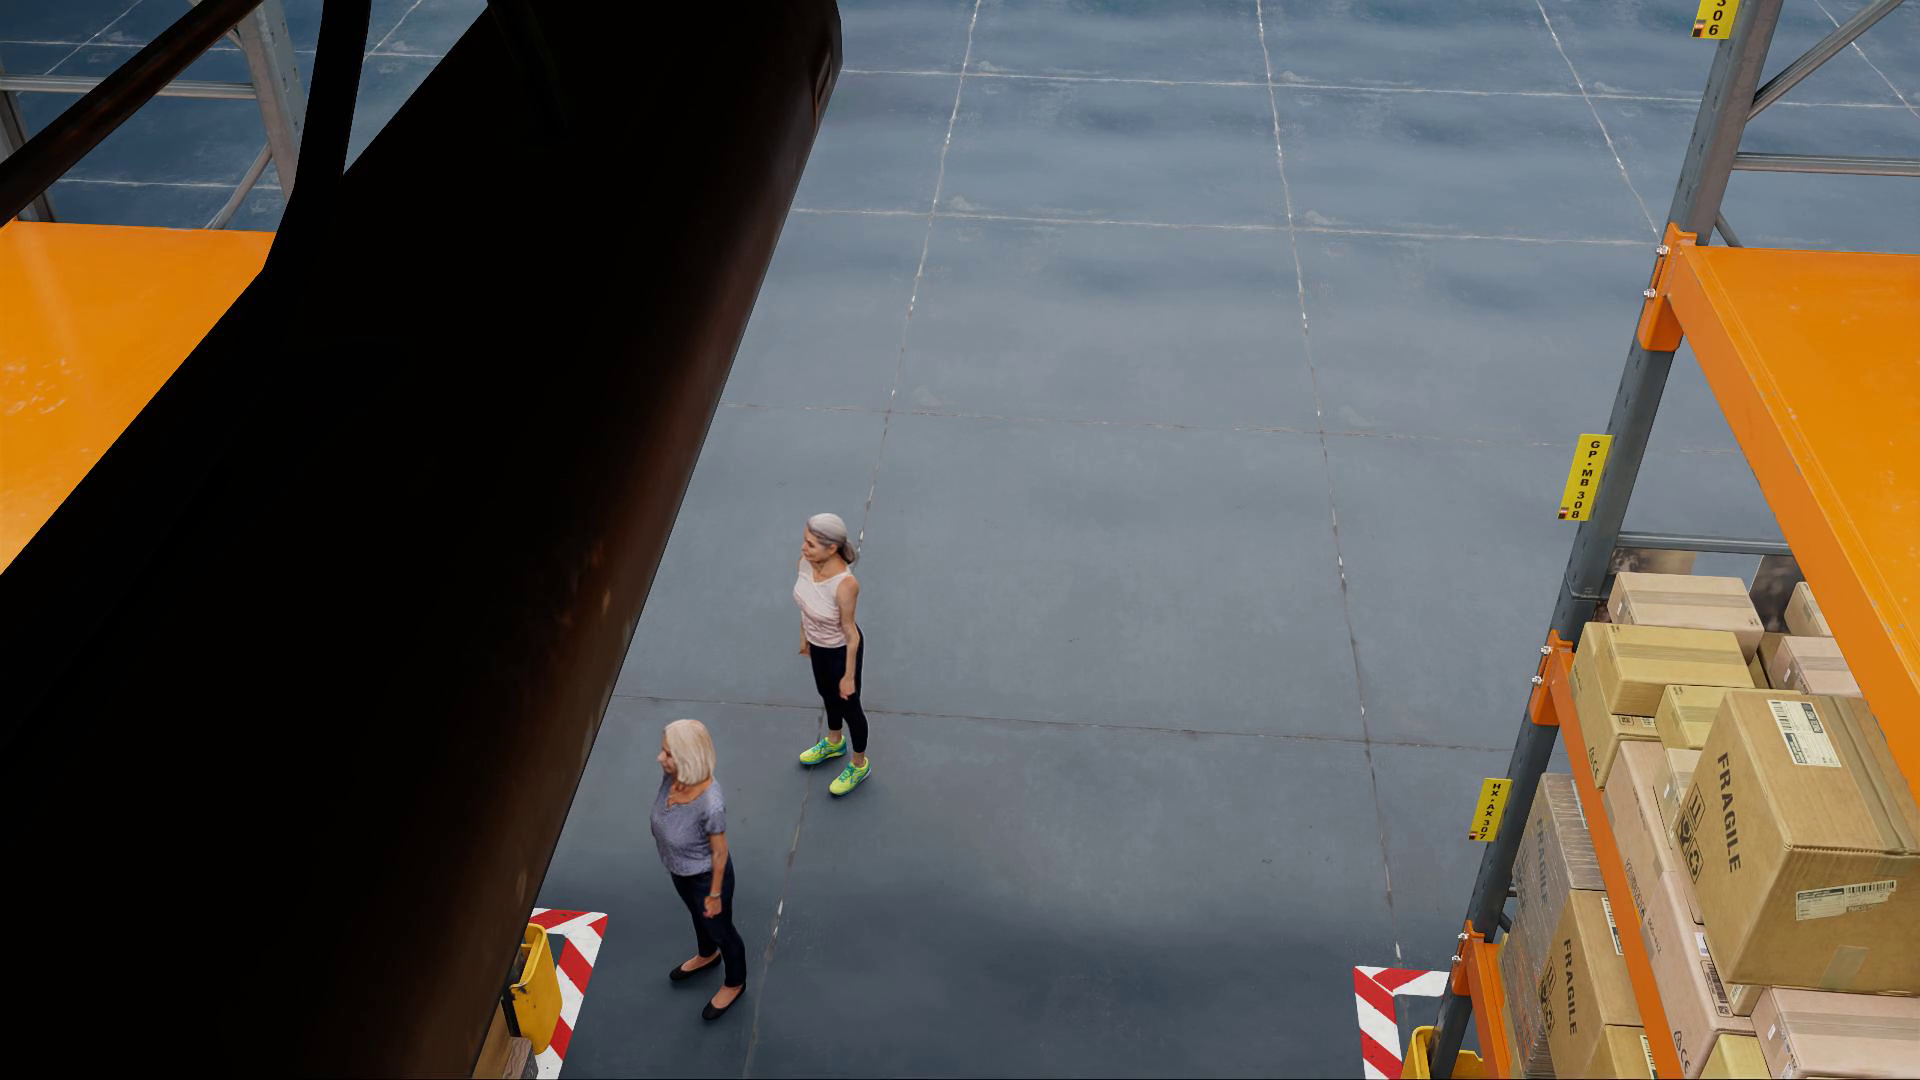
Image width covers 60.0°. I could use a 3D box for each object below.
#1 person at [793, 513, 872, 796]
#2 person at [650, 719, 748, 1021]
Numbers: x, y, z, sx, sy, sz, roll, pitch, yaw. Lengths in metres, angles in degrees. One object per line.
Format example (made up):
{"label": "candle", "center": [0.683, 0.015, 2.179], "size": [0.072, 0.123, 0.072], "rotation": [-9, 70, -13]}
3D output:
{"label": "person", "center": [-0.632, 0.553, 8.410], "size": [0.740, 1.702, 0.671], "rotation": [-25, 45, -29]}
{"label": "person", "center": [-1.137, 1.418, 7.288], "size": [0.719, 1.722, 0.649], "rotation": [-25, 44, -28]}
